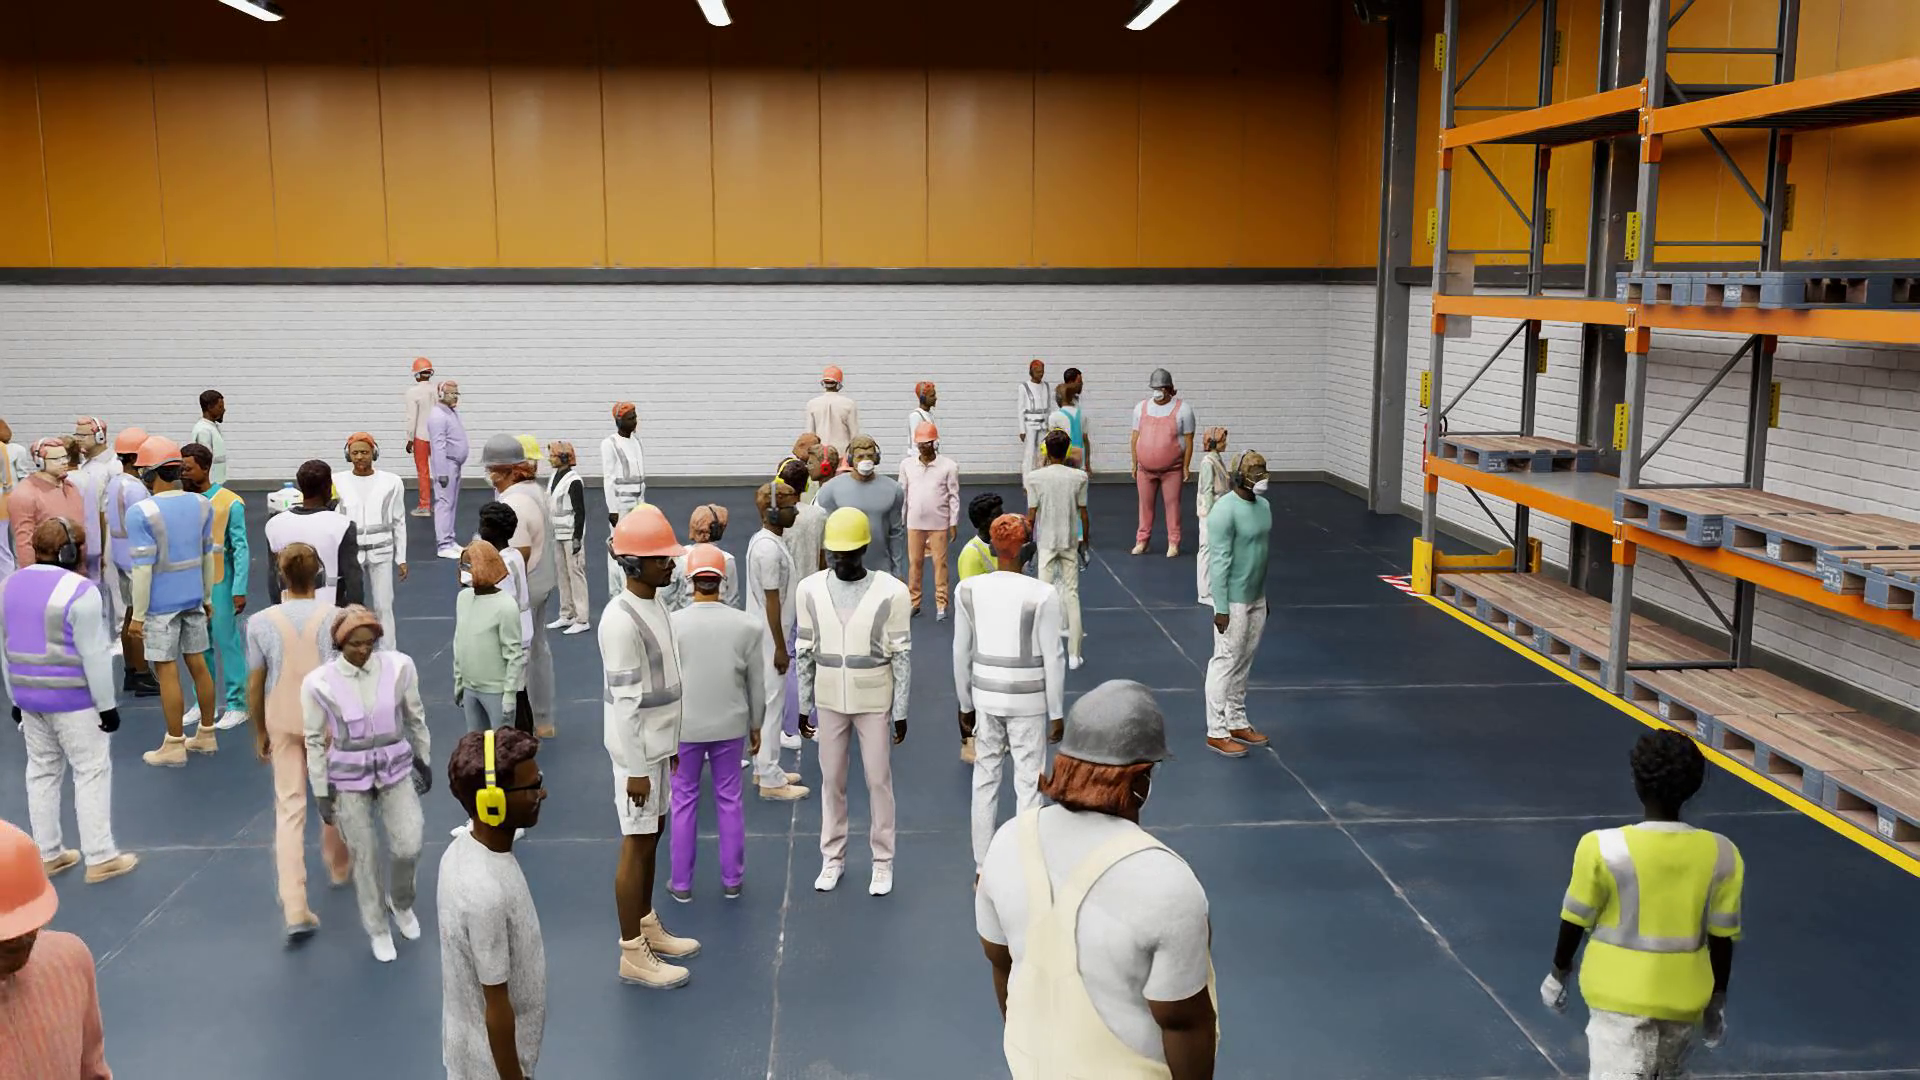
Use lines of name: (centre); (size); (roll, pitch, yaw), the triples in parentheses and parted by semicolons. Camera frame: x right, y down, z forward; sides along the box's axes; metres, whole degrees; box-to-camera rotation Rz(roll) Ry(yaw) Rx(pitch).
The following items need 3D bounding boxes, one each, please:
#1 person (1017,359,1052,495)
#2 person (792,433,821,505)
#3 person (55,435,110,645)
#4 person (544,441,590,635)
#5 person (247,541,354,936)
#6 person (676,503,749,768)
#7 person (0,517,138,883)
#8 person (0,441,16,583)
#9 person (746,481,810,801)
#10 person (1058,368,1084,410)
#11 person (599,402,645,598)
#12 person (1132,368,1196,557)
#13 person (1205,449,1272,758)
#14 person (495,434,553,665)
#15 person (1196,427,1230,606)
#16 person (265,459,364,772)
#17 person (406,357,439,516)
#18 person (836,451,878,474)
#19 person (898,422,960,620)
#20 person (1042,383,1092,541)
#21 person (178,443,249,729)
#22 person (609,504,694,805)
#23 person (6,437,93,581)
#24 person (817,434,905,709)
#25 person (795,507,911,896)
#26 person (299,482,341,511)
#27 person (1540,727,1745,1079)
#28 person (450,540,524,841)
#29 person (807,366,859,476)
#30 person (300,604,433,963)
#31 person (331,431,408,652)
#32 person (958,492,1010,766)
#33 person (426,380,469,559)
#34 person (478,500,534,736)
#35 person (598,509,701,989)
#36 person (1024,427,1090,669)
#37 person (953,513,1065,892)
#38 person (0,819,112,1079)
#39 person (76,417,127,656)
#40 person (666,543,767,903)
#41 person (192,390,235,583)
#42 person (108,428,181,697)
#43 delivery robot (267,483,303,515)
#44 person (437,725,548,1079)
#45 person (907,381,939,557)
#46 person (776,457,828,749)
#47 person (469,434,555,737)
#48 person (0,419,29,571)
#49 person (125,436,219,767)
person: (1.039, -1.540, 22.850); (0.583, 1.879, 0.365); (-8, 12, -40)
person: (-1.372, -0.147, 14.889); (0.278, 1.628, 0.504); (6, 11, 34)
person: (-6.629, 0.131, 12.484); (0.350, 1.837, 0.511); (3, 10, 20)
person: (-3.327, -0.023, 14.063); (0.310, 1.638, 0.523); (-7, 11, -38)
person: (-3.066, 0.897, 7.825); (0.526, 1.796, 1.031); (-2, 9, -13)
person: (-1.533, 0.597, 10.169); (0.522, 1.638, 0.310); (7, 12, 38)
person: (-4.484, 0.802, 8.301); (0.645, 1.830, 0.431); (3, 10, 21)
person: (-8.423, -0.231, 14.464); (0.369, 1.928, 0.585); (-5, 10, -28)
person: (-1.073, 0.578, 9.637); (0.347, 1.847, 0.505); (-2, 9, -11)
person: (1.315, -1.115, 20.043); (0.391, 1.919, 0.590); (0, 9, 1)
person: (-3.030, -0.314, 15.125); (0.356, 1.883, 0.573); (3, 10, 19)
person: (2.149, -0.829, 17.864); (0.684, 2.000, 0.535); (4, 10, 23)
person: (1.778, 0.388, 10.542); (0.355, 1.937, 0.634); (7, 11, 36)
person: (-3.300, 0.109, 12.634); (0.403, 1.828, 0.598); (0, 9, 3)
person: (2.322, -0.220, 15.295); (0.307, 1.641, 0.512); (3, 9, 16)
person: (-3.893, 0.471, 10.083); (0.590, 1.918, 0.386); (2, 9, 11)
person: (-6.723, -1.300, 20.962); (0.381, 1.994, 0.622); (6, 11, 32)
person: (-0.750, 0.192, 12.346); (0.327, 1.752, 0.561); (-1, 9, -4)
person: (-0.289, -0.167, 14.606); (0.572, 1.750, 0.330); (2, 9, 14)
person: (1.146, -0.871, 18.881); (0.502, 1.796, 0.946); (-7, 11, -37)
person: (-5.030, 0.303, 11.140); (0.600, 1.917, 0.377); (3, 9, 17)
person: (-1.757, 0.654, 9.481); (0.488, 1.743, 0.317); (0, 9, 3)
person: (-6.269, 0.239, 11.574); (0.404, 1.911, 0.636); (1, 9, 6)
person: (-0.674, 0.230, 11.530); (0.627, 1.941, 0.371); (-3, 10, -20)
person: (-0.527, 0.784, 8.125); (0.586, 1.920, 0.397); (2, 9, 13)
person: (-4.051, 0.459, 10.631); (0.523, 1.771, 0.309); (7, 11, 37)
person: (2.112, 1.393, 5.109); (0.528, 1.655, 0.864); (-1, 9, -9)
person: (-2.522, 0.808, 8.858); (0.497, 1.633, 0.285); (7, 11, 36)
person: (-1.444, -0.992, 19.033); (0.612, 1.995, 0.376); (2, 9, 9)
person: (-2.571, 1.064, 7.269); (0.544, 1.617, 0.382); (-6, 11, -33)
person: (-4.376, 0.141, 12.268); (0.574, 1.883, 0.355); (-3, 10, -19)
person: (0.147, 0.544, 10.315); (0.322, 1.697, 0.531); (3, 10, 19)
person: (-5.475, -0.761, 17.868); (0.400, 1.905, 0.643); (-1, 9, -4)
person: (-2.703, 0.610, 9.901); (0.317, 1.695, 0.540); (-1, 9, -8)
person: (-1.327, 0.879, 7.134); (0.372, 2.044, 0.608); (0, 9, 1)
person: (0.741, 0.066, 12.771); (0.521, 1.874, 0.328); (-1, 9, -3)
person: (0.247, 0.807, 8.087); (0.573, 1.883, 0.356); (5, 10, 28)
person: (-2.118, 1.496, 3.549); (0.856, 1.959, 0.631); (2, 9, 12)
person: (-6.871, -0.029, 13.262); (0.643, 1.909, 0.410); (4, 10, 23)
person: (-1.227, 0.881, 8.066); (0.578, 1.738, 0.354); (-3, 10, -19)
person: (-7.353, -0.515, 16.321); (0.388, 1.910, 0.591); (-3, 10, -19)
person: (-5.902, 0.157, 11.996); (0.362, 1.935, 0.553); (-8, 12, -41)
delivery robot: (-7.959, -0.436, 19.755); (0.477, 0.478, 0.707); (-7, 12, -38)
person: (-1.192, 1.401, 4.397); (0.328, 1.872, 0.513); (-4, 10, -23)
person: (-0.390, -0.771, 17.996); (0.358, 1.883, 0.572); (2, 9, 14)
person: (-1.065, 0.405, 10.667); (0.329, 1.867, 0.508); (9, 13, 44)
person: (-2.901, 0.320, 10.648); (0.581, 2.000, 0.706); (0, 9, 0)
person: (-9.493, -0.406, 16.479); (0.499, 1.633, 0.279); (-3, 9, -17)
person: (-4.883, 0.378, 10.276); (0.373, 2.042, 0.614); (3, 10, 21)
